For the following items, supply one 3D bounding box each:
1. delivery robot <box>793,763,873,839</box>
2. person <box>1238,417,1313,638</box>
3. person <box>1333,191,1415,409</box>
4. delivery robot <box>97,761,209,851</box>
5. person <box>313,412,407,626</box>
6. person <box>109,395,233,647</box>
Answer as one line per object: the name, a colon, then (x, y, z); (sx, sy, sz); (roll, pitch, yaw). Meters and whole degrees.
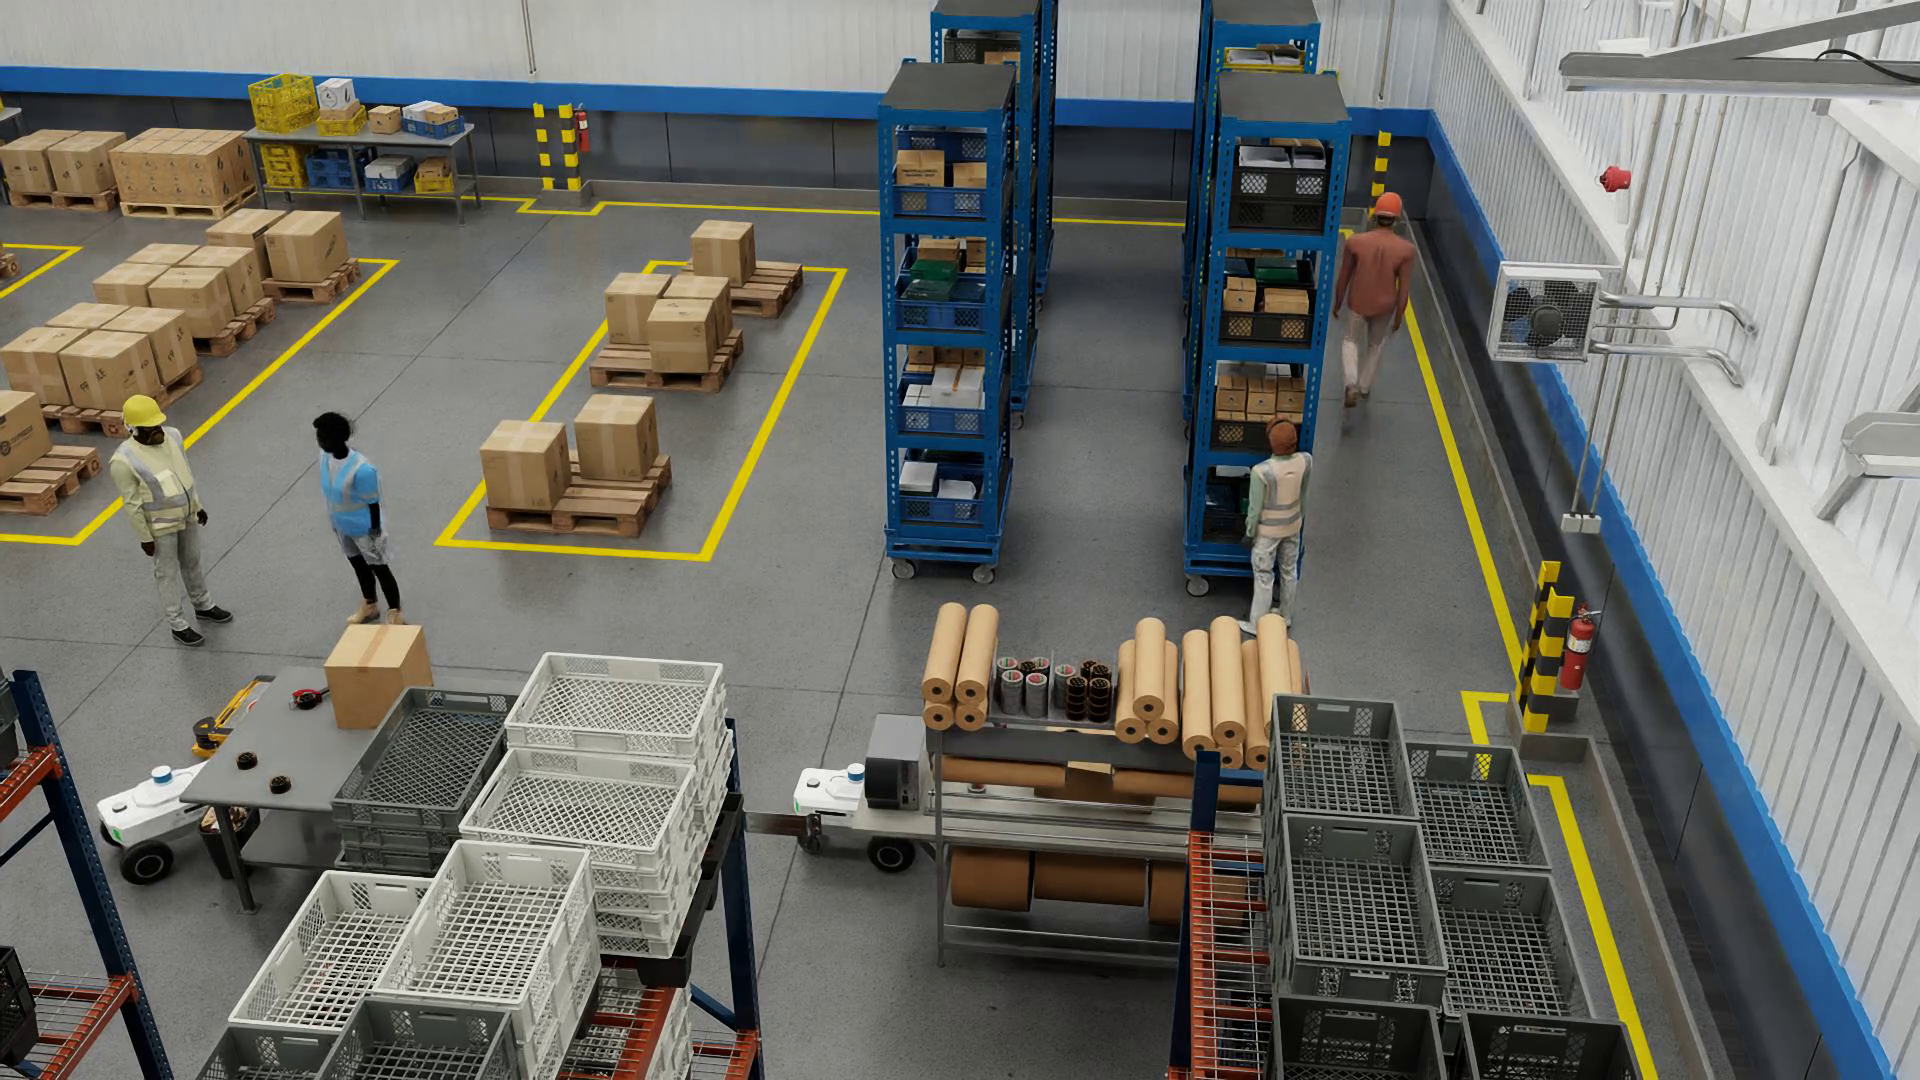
delivery robot: (-0.598, 1.519, 9.667); (0.707, 0.478, 0.477); (4, 31, 7)
person: (2.162, -0.076, 11.428); (0.515, 1.636, 0.315); (-16, 34, -25)
person: (3.588, -2.056, 14.496); (0.636, 1.974, 0.688); (5, 31, 9)
delivery robot: (-4.575, 1.530, 9.649); (0.707, 0.478, 0.477); (-22, 37, -32)
person: (-4.125, -0.096, 11.416); (0.604, 1.690, 0.317); (19, 35, 29)
person: (-5.400, -0.157, 11.374); (0.403, 1.833, 0.591); (9, 31, 15)
